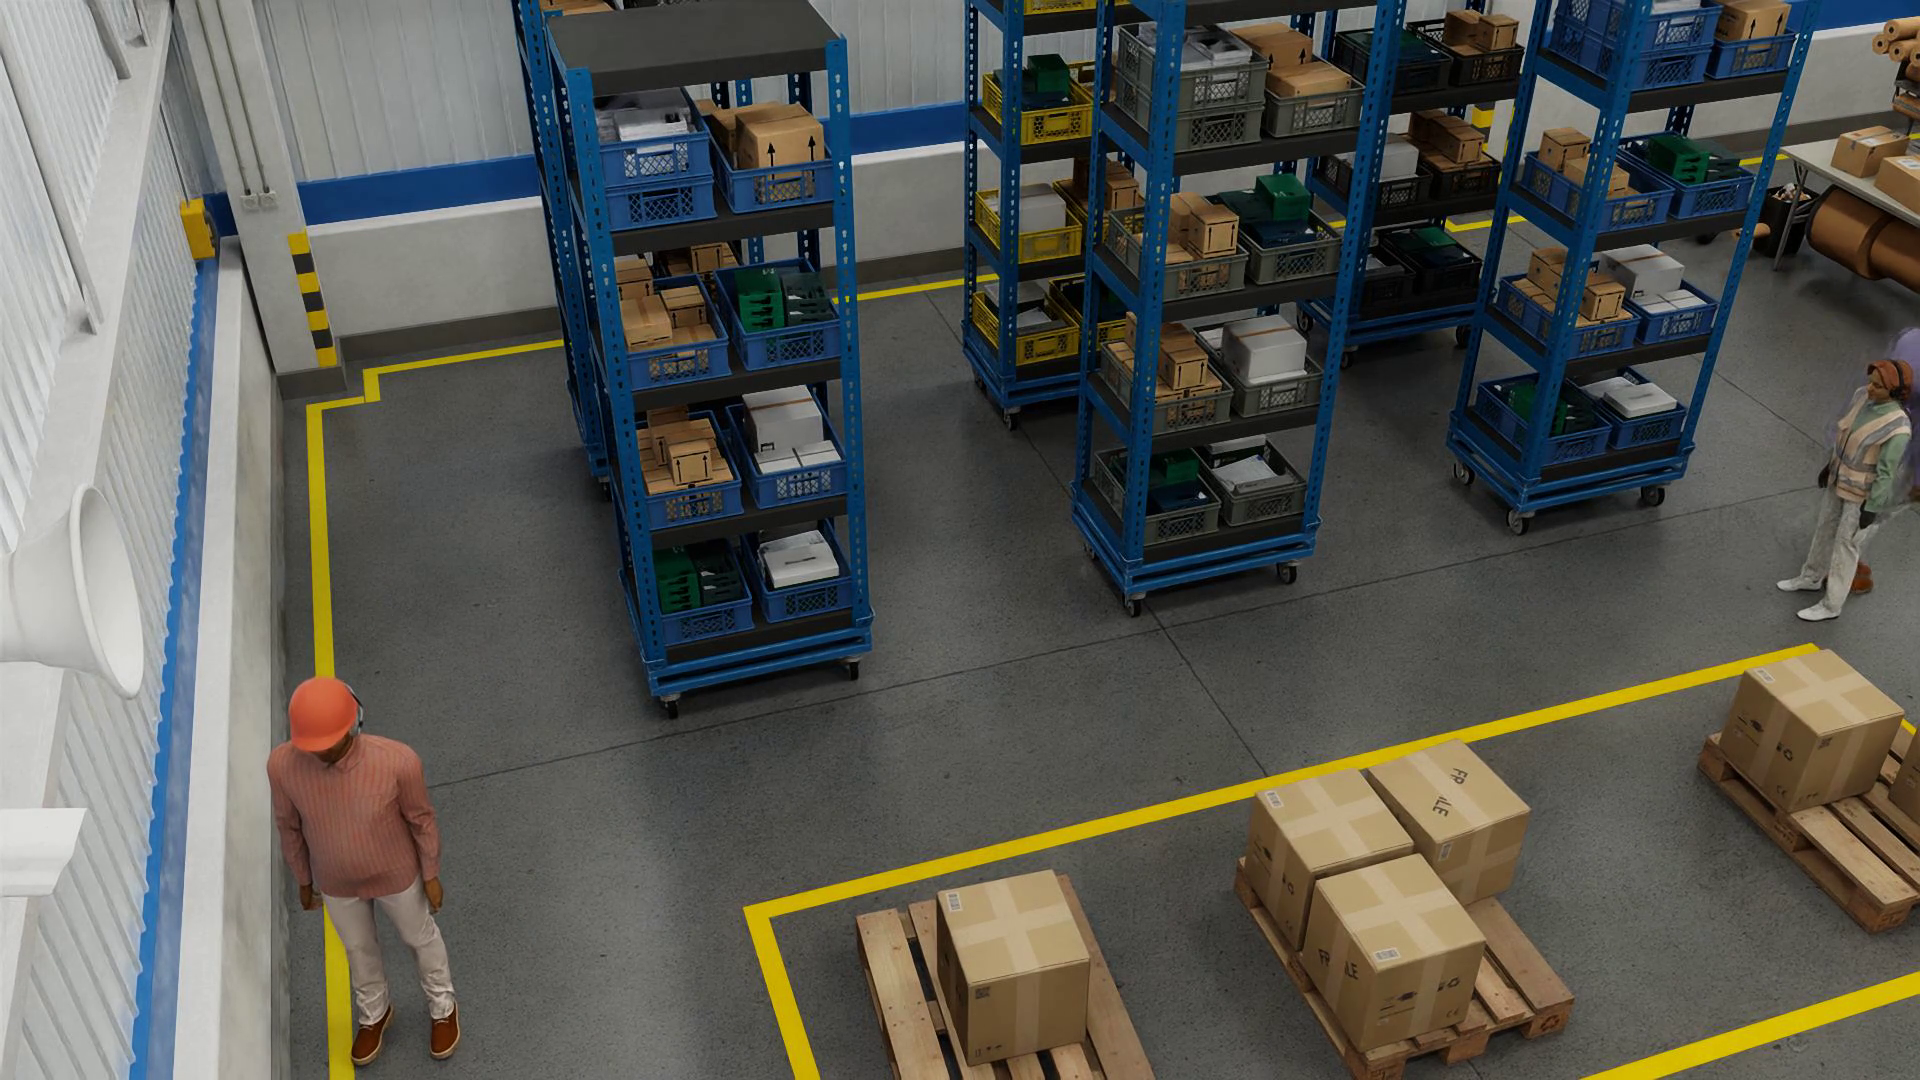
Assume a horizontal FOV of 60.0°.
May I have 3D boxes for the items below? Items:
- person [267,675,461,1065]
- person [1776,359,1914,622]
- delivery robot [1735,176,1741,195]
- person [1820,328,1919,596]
[{"bbox_3d":[-2.374,1.328,6.664,0.611,1.995,0.377,-2,35,-3],"label":"person"},{"bbox_3d":[4.976,-0.283,9.263,0.312,1.633,0.518,0,35,-1],"label":"person"},{"bbox_3d":[6.226,-2.882,13.796,0.707,0.478,0.477,-21,40,-27],"label":"delivery robot"},{"bbox_3d":[5.291,-0.497,9.312,0.495,1.916,0.647,8,36,11],"label":"person"}]
